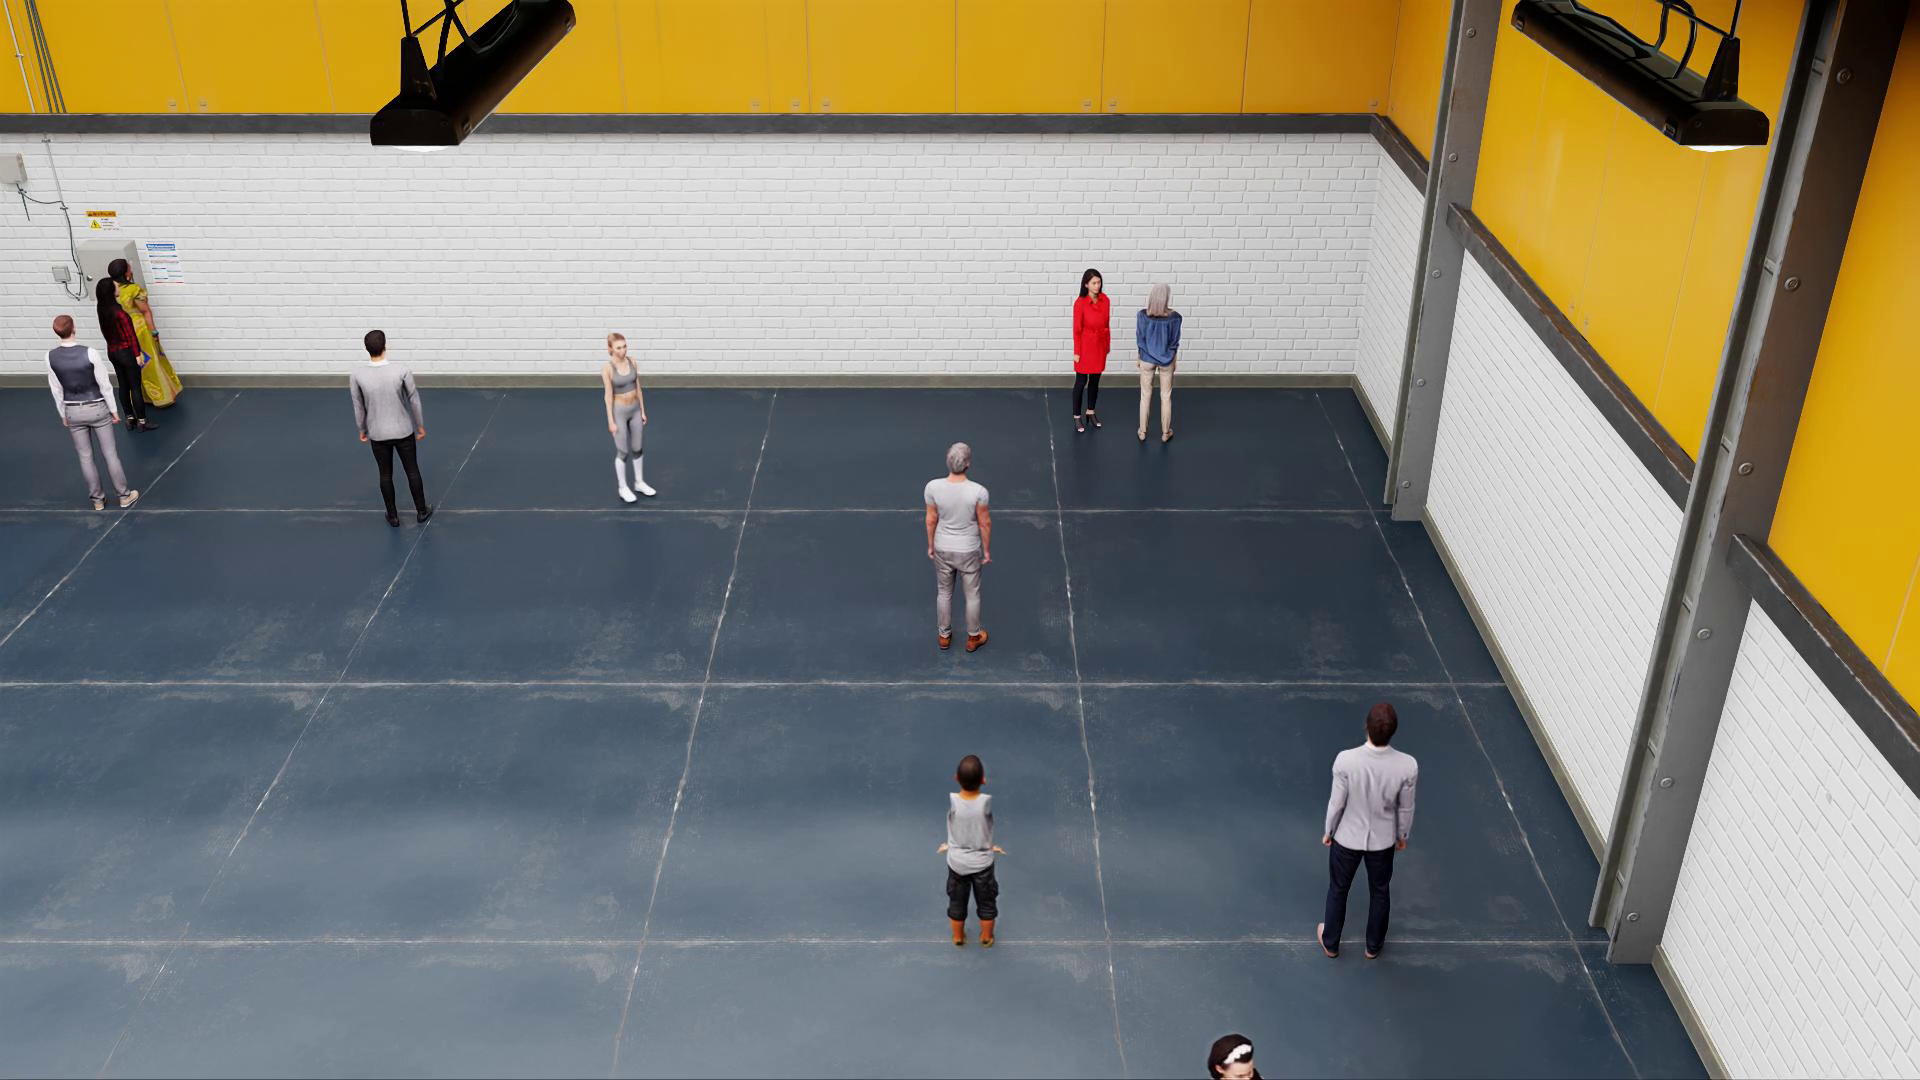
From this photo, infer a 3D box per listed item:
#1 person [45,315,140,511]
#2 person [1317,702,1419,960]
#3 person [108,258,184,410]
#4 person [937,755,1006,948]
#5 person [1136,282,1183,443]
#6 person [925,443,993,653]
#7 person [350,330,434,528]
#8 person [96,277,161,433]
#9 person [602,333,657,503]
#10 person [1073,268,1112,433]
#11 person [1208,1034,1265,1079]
[{"bbox_3d":[-8.223,-1.211,15.662,0.711,1.938,0.632,-6,29,-11],"label":"person"},{"bbox_3d":[2.494,1.799,10.233,0.691,1.852,0.577,2,29,4],"label":"person"},{"bbox_3d":[-8.815,-2.215,17.793,0.930,1.660,0.877,7,29,13],"label":"person"},{"bbox_3d":[0.069,1.927,10.414,0.587,1.454,0.490,1,29,3],"label":"person"},{"bbox_3d":[2.021,-1.827,17.044,0.652,1.697,0.618,5,29,9],"label":"person"},{"bbox_3d":[-0.016,0.067,13.429,0.738,1.832,0.640,6,29,11],"label":"person"},{"bbox_3d":[-5.257,-1.030,15.346,0.807,1.923,0.727,-7,29,-13],"label":"person"},{"bbox_3d":[-8.689,-1.919,17.255,0.664,1.656,0.665,14,32,24],"label":"person"},{"bbox_3d":[-3.201,-1.191,15.871,0.713,1.703,0.646,23,36,36],"label":"person"},{"bbox_3d":[1.356,-1.977,17.264,0.734,1.748,0.769,-17,33,-28],"label":"person"},{"bbox_3d":[1.243,3.061,7.957,0.859,1.816,0.913,-22,35,-34],"label":"person"}]
